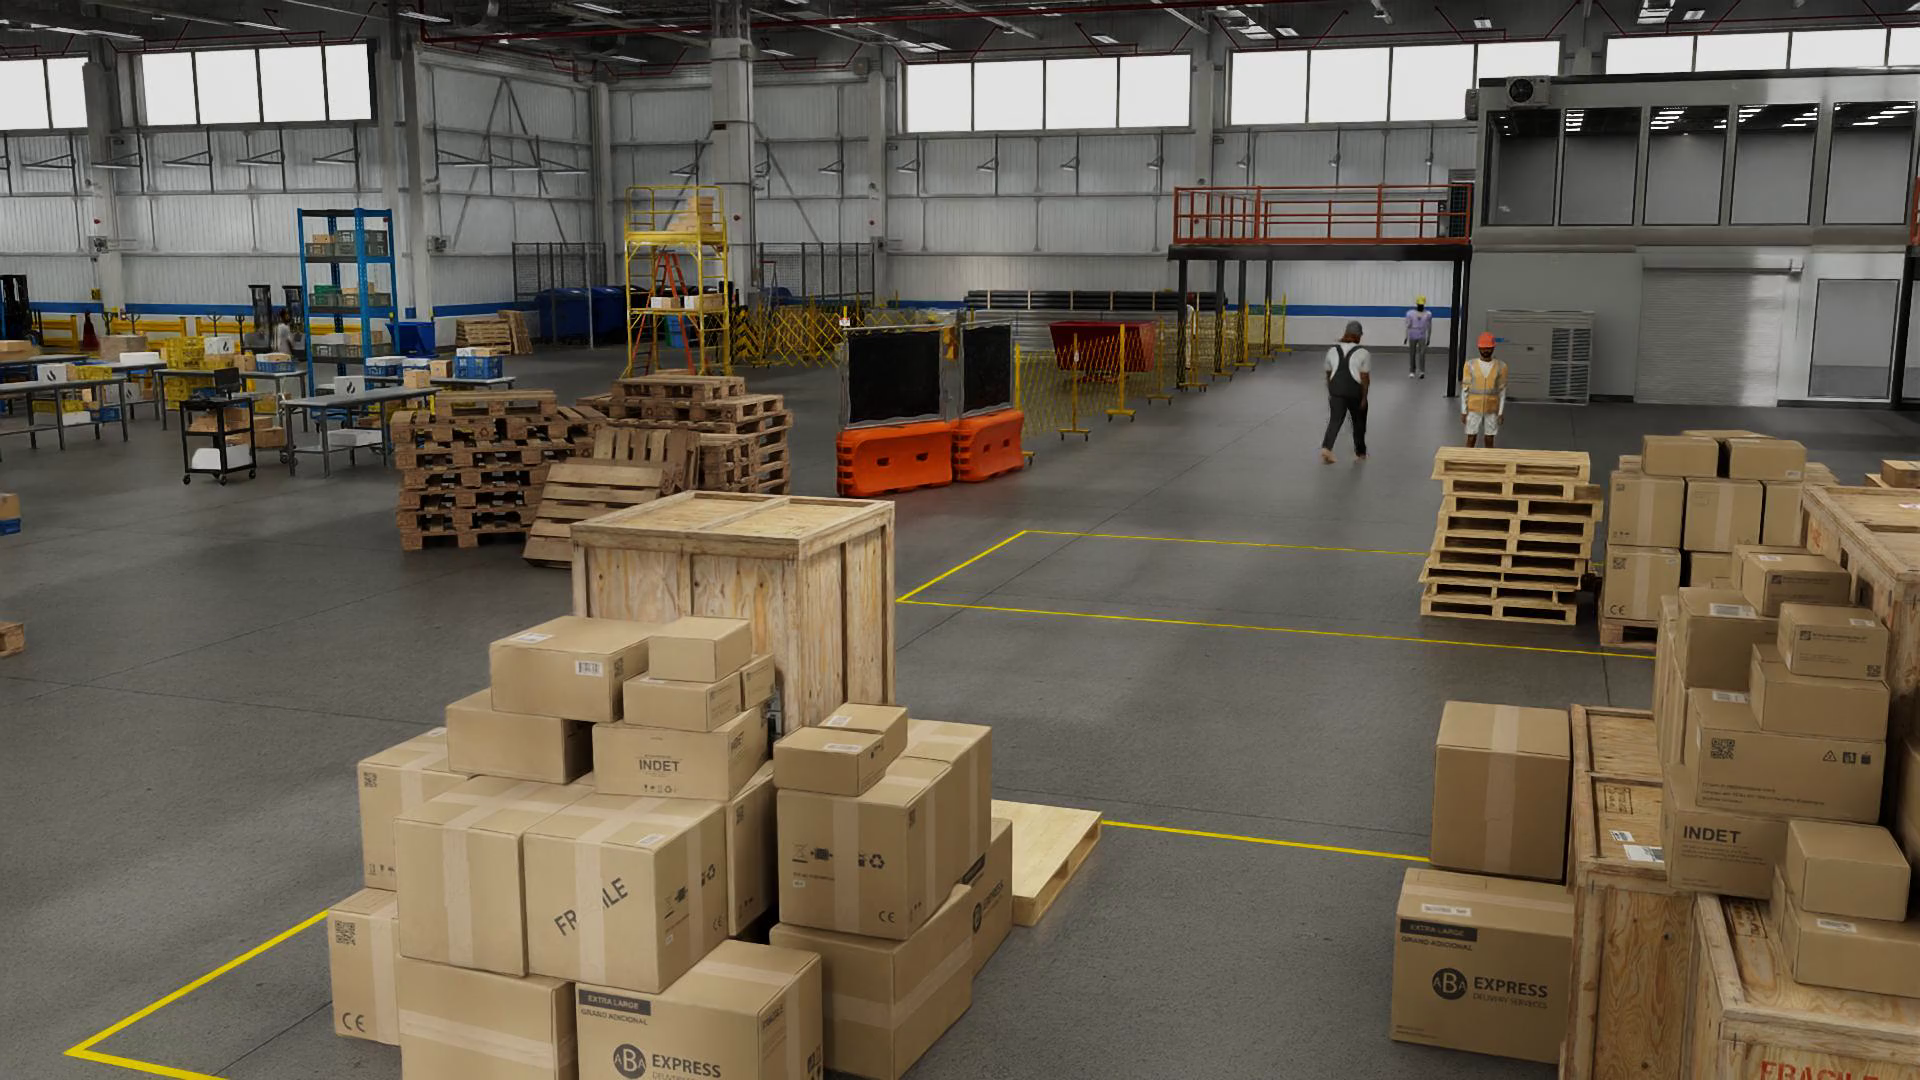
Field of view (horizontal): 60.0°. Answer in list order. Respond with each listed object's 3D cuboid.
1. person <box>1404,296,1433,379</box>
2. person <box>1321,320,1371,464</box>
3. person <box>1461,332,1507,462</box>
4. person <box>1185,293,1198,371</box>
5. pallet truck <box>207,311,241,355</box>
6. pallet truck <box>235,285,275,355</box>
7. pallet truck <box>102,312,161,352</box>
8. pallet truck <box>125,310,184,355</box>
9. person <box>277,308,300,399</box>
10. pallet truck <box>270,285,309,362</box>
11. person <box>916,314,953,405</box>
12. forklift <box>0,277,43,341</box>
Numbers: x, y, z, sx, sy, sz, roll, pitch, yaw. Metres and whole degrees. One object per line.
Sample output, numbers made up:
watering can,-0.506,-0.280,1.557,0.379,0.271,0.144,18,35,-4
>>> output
person,10.444,-4.617,37.924,0.604,1.872,1.009,2,10,13
person,5.371,-2.075,23.125,0.688,2.000,0.964,8,13,39
person,6.620,-1.654,21.046,0.545,1.938,0.361,2,10,12
person,5.511,-4.993,40.004,0.355,1.883,0.575,-3,11,-17
pallet truck,-19.537,-5.575,44.913,0.653,1.274,1.630,3,11,19
pallet truck,-18.327,-5.835,44.421,0.823,1.965,1.885,4,11,23
pallet truck,-23.057,-5.777,46.261,0.680,1.201,1.601,3,11,19
pallet truck,-22.038,-5.665,45.457,0.704,1.261,1.522,3,11,17
person,-12.679,-3.459,31.481,0.635,1.848,0.527,-5,11,-28
pallet truck,-17.147,-5.700,43.663,0.823,1.965,1.885,3,11,17
person,-0.514,-3.454,31.799,0.534,1.720,0.897,8,13,38
forklift,-27.151,-6.329,46.328,1.157,1.987,2.680,3,11,17
